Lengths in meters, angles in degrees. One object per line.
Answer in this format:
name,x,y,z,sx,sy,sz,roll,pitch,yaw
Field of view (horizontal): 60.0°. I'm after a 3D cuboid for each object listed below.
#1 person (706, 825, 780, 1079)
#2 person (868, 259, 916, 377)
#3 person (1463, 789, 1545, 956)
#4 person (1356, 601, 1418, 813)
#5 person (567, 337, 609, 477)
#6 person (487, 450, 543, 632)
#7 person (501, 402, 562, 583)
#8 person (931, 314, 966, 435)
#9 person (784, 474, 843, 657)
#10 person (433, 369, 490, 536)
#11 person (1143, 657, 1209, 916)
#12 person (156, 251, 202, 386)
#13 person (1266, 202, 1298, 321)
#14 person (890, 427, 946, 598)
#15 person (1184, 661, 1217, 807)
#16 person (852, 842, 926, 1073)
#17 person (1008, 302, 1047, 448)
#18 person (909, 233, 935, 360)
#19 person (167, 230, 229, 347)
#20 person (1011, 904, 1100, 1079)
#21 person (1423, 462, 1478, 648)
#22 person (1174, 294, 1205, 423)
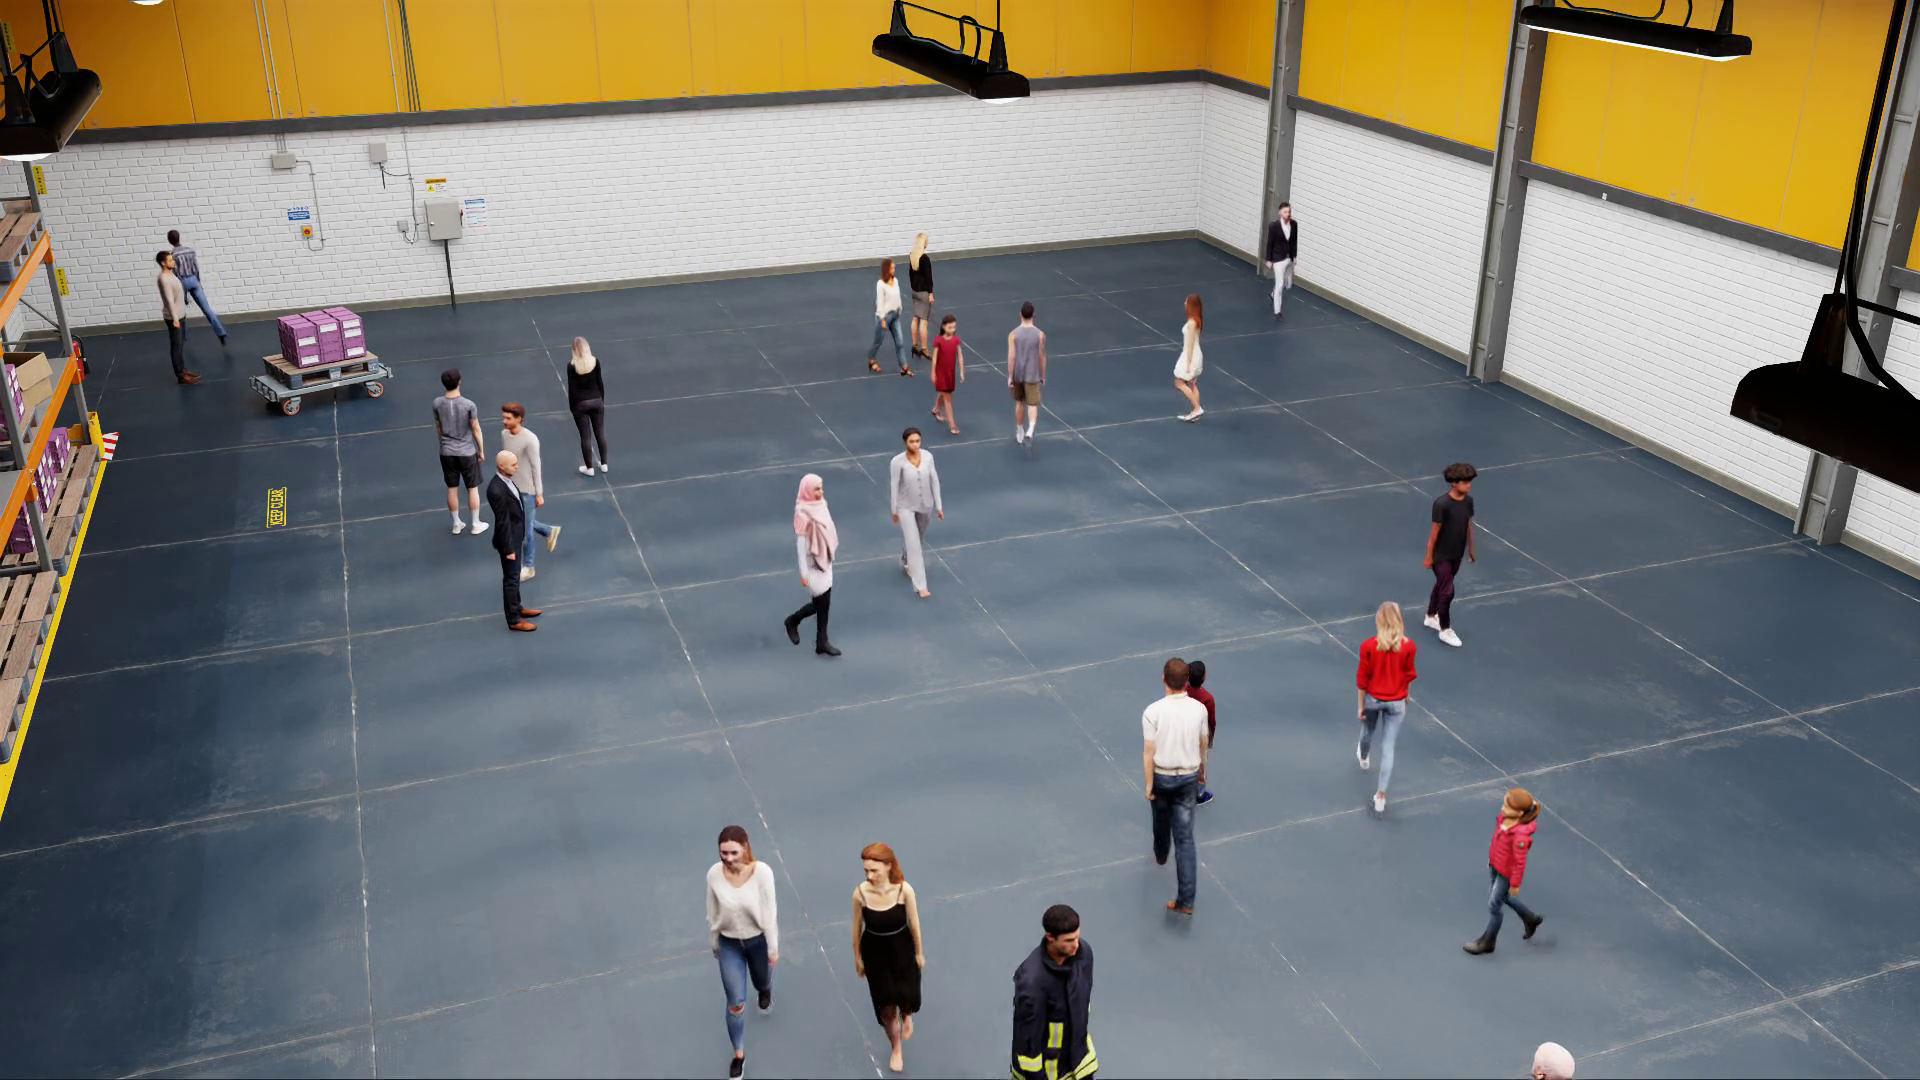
person,-1.331,2.495,10.440,0.836,1.671,1.115,0,24,0
person,-1.083,-3.101,23.284,1.153,1.635,0.972,18,29,35
person,3.808,2.268,11.418,0.736,1.302,0.798,-1,24,-1
person,3.354,1.339,13.105,1.004,1.655,1.222,4,24,9
person,-4.421,-1.590,19.765,0.652,1.686,0.608,-14,27,-29
person,-4.341,-0.015,16.025,0.802,1.795,0.613,-2,24,-5
person,-4.433,-0.539,17.111,1.078,1.886,1.078,14,27,30
person,-0.212,-2.162,21.299,0.622,1.506,1.071,-10,25,-21
person,-1.416,0.236,15.451,0.964,1.795,0.900,11,26,24
person,-5.458,-0.958,18.091,0.717,1.868,0.686,2,24,4
person,1.541,1.808,11.875,0.943,1.779,1.396,-2,24,-6
person,-10.837,-3.076,22.941,0.723,1.865,0.490,-7,25,-16
person,4.996,-4.382,25.978,0.661,1.825,0.849,-8,25,-17
person,-0.488,-0.344,16.909,0.737,1.691,1.170,-12,26,-25
person,1.847,1.519,13.190,0.580,1.256,0.643,11,26,24
person,-0.443,2.545,10.406,0.716,1.606,0.799,-1,24,-3
person,0.815,-2.001,20.546,0.883,1.821,1.099,1,24,3
person,-0.567,-3.517,23.979,0.731,1.842,0.595,-19,30,-36
person,-11.211,-3.612,24.339,1.319,1.728,1.146,16,28,32
person,0.455,2.810,9.447,1.063,1.889,1.243,-20,30,-38
person,4.602,0.069,15.875,0.767,1.763,0.889,-15,28,-31
person,3.066,-2.318,21.411,0.790,1.702,0.728,8,25,18
